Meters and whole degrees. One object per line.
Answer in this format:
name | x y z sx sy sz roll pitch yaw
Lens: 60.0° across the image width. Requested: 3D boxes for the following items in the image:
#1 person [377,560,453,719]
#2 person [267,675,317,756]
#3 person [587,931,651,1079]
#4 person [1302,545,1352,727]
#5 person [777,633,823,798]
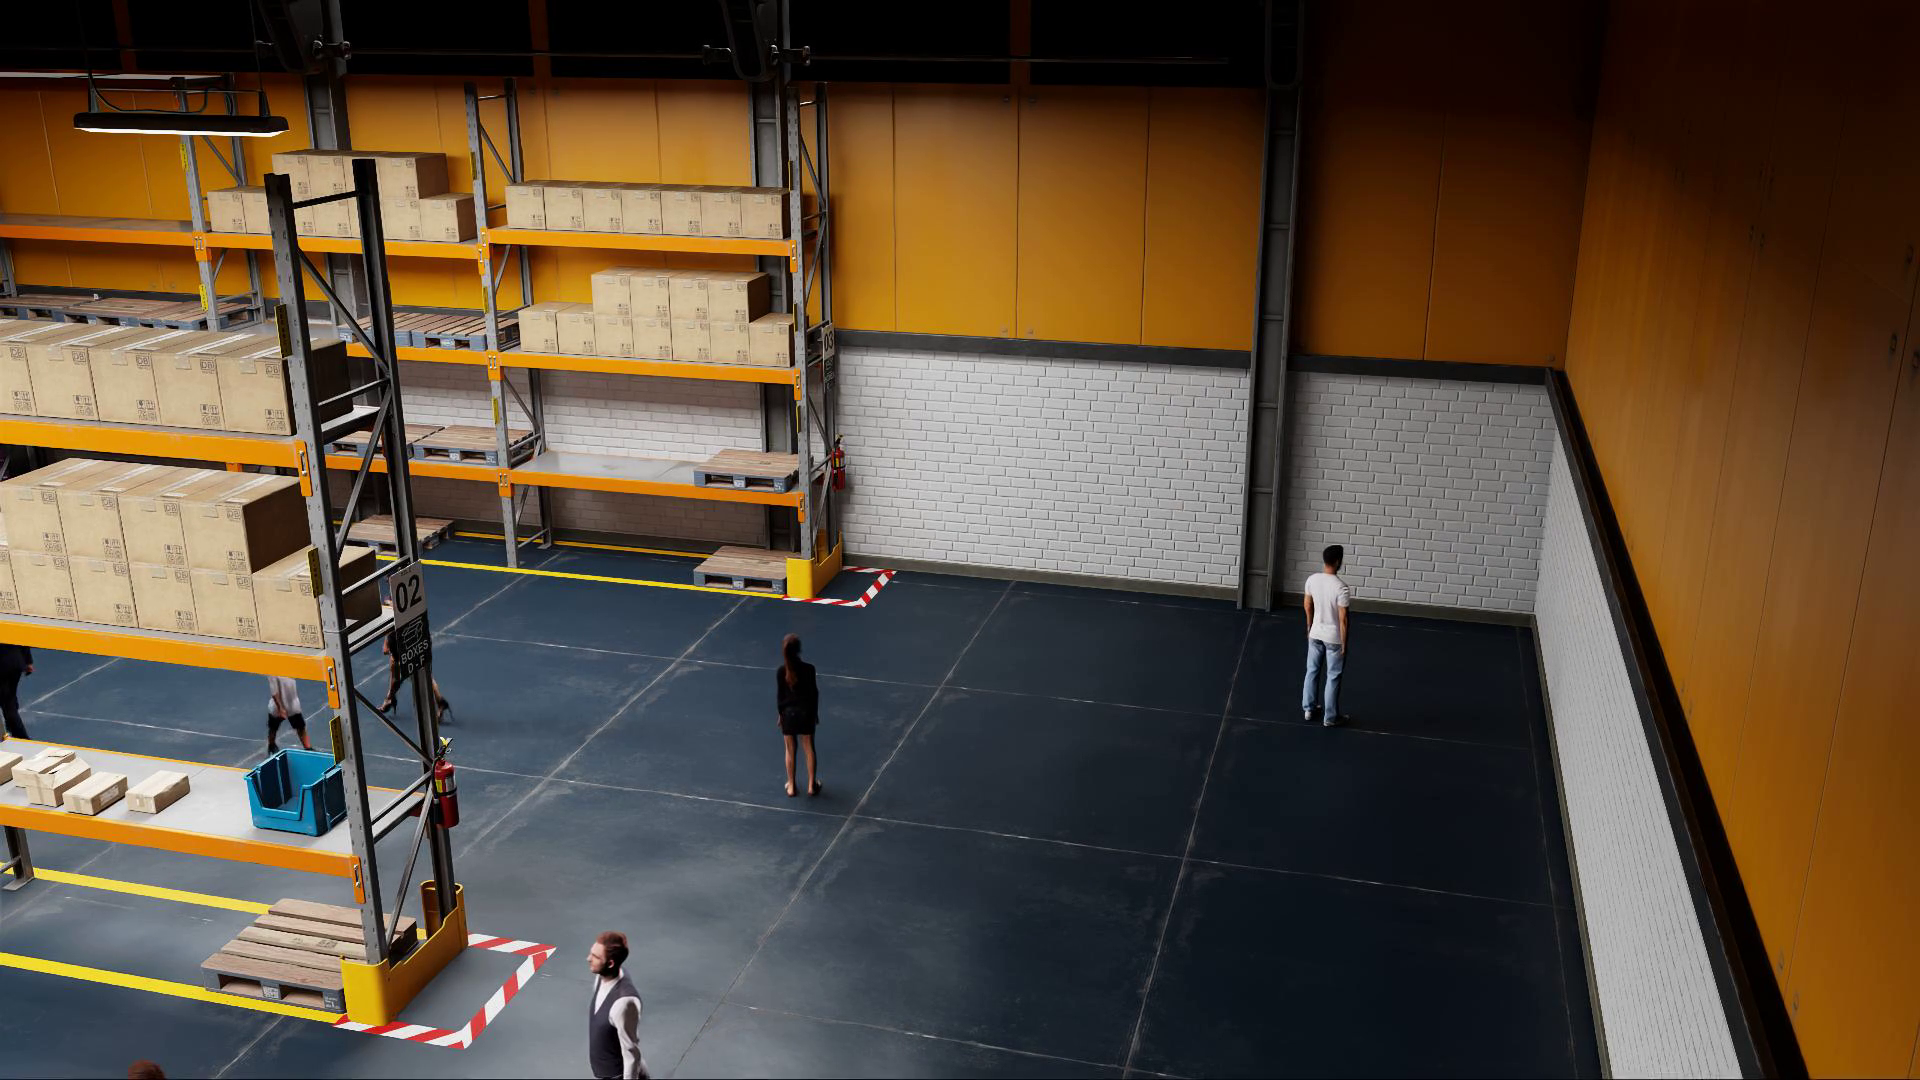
person | -5.442 1.042 16.577 1.082 1.674 0.784 2 19 5
person | -6.479 1.539 15.814 0.946 1.221 0.635 10 21 28
person | -2.000 3.163 9.867 0.790 1.937 0.741 -9 21 -26
person | 3.664 0.943 16.575 0.820 1.864 0.710 -16 24 -39
person | -1.477 1.582 15.162 0.563 1.554 0.664 -2 19 -5
